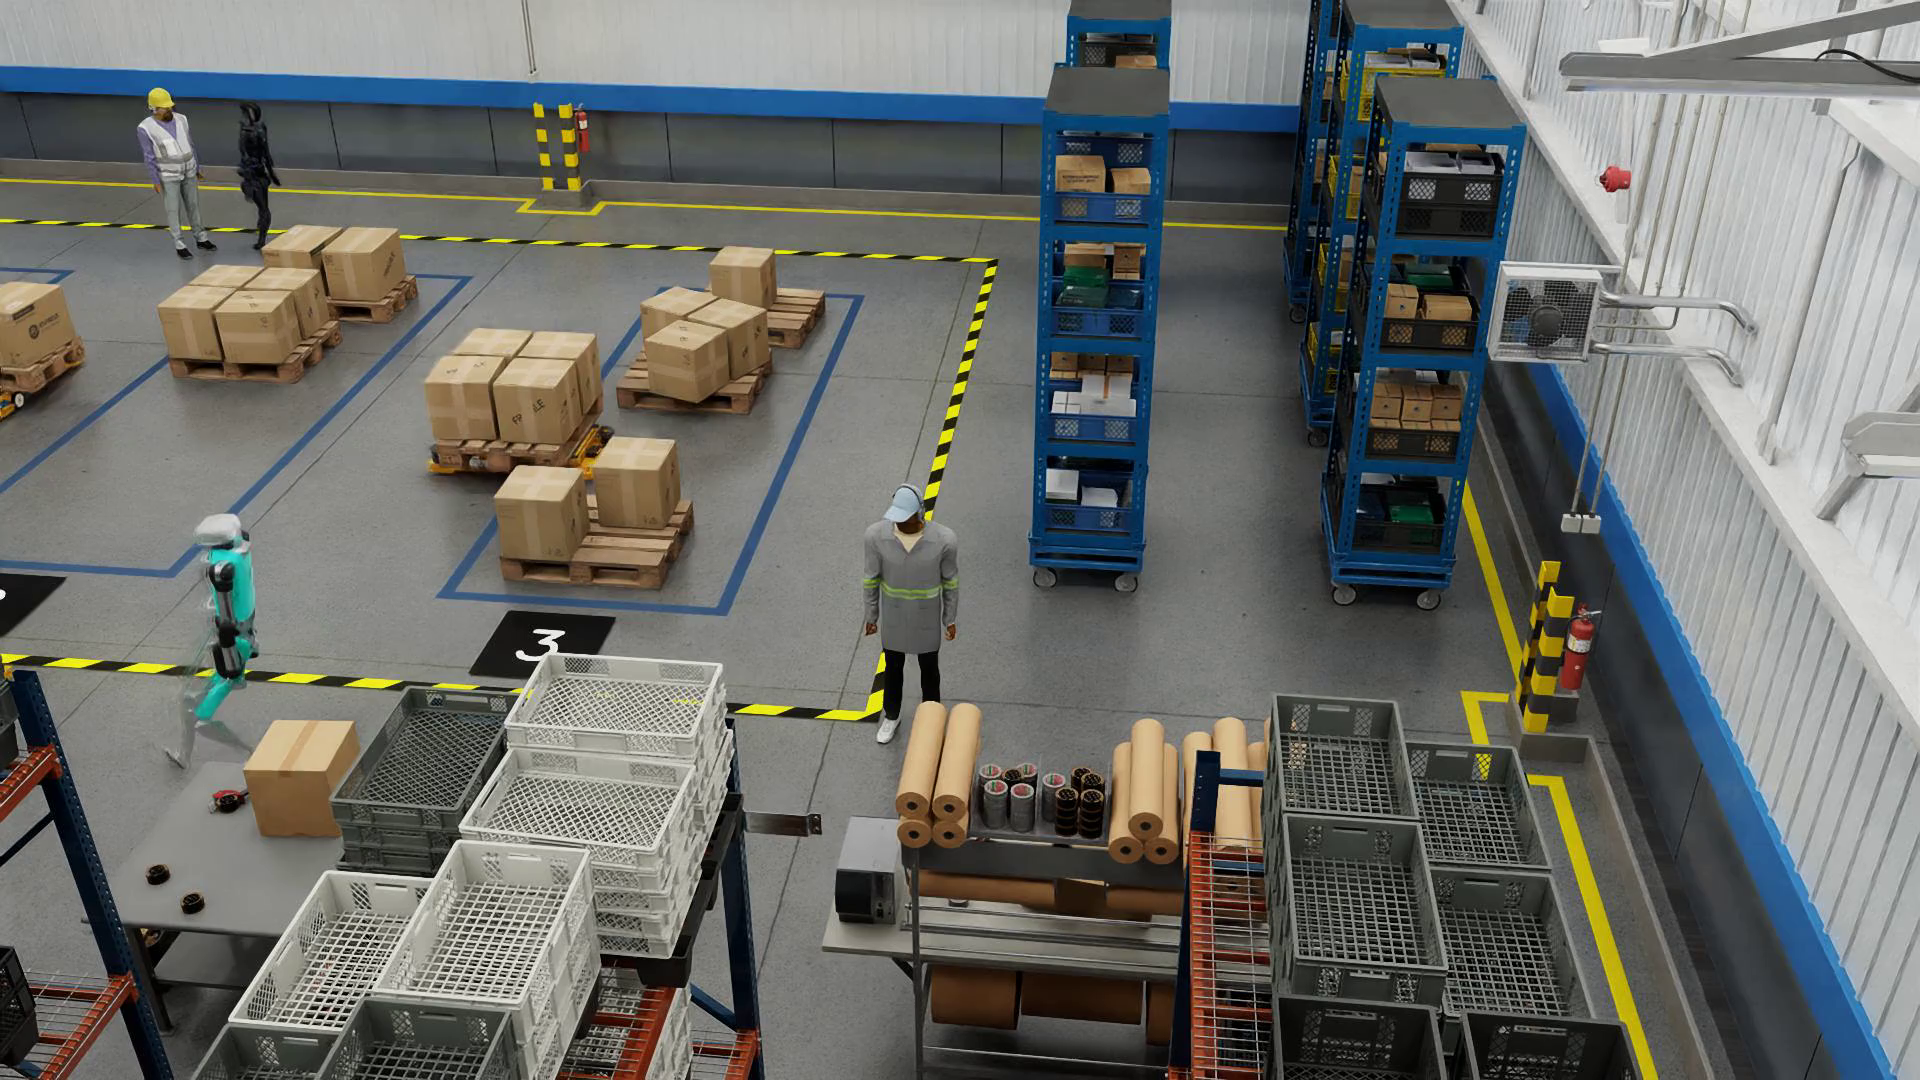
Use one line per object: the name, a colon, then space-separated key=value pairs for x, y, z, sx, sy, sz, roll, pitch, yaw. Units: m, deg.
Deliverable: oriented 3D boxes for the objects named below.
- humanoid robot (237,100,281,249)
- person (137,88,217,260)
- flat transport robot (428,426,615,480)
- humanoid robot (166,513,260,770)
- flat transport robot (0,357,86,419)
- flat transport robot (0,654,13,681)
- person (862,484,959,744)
humanoid robot: x=-7.644 y=-3.941 z=18.050 sx=0.391 sy=1.645 sz=0.603 roll=3 pitch=30 yaw=5
person: x=-8.435 y=-3.954 z=17.911 sx=0.404 sy=1.828 sz=0.598 roll=18 pitch=35 yaw=28
flat transport robot: x=-3.659 y=-0.770 z=13.968 sx=1.431 sy=0.197 sz=0.652 roll=3 pitch=30 yaw=6
humanoid robot: x=-4.603 y=0.710 z=10.062 sx=0.870 sy=1.842 sz=0.548 roll=-5 pitch=31 yaw=-8
flat transport robot: x=-8.705 y=-1.472 z=15.175 sx=0.652 sy=0.197 sz=1.431 roll=3 pitch=30 yaw=6
flat transport robot: x=-7.142 y=0.969 z=11.010 sx=1.431 sy=0.231 sz=0.659 roll=3 pitch=30 yaw=6
person: x=-0.308 y=0.470 z=10.293 sx=0.596 sy=1.849 sz=0.385 roll=3 pitch=30 yaw=4
